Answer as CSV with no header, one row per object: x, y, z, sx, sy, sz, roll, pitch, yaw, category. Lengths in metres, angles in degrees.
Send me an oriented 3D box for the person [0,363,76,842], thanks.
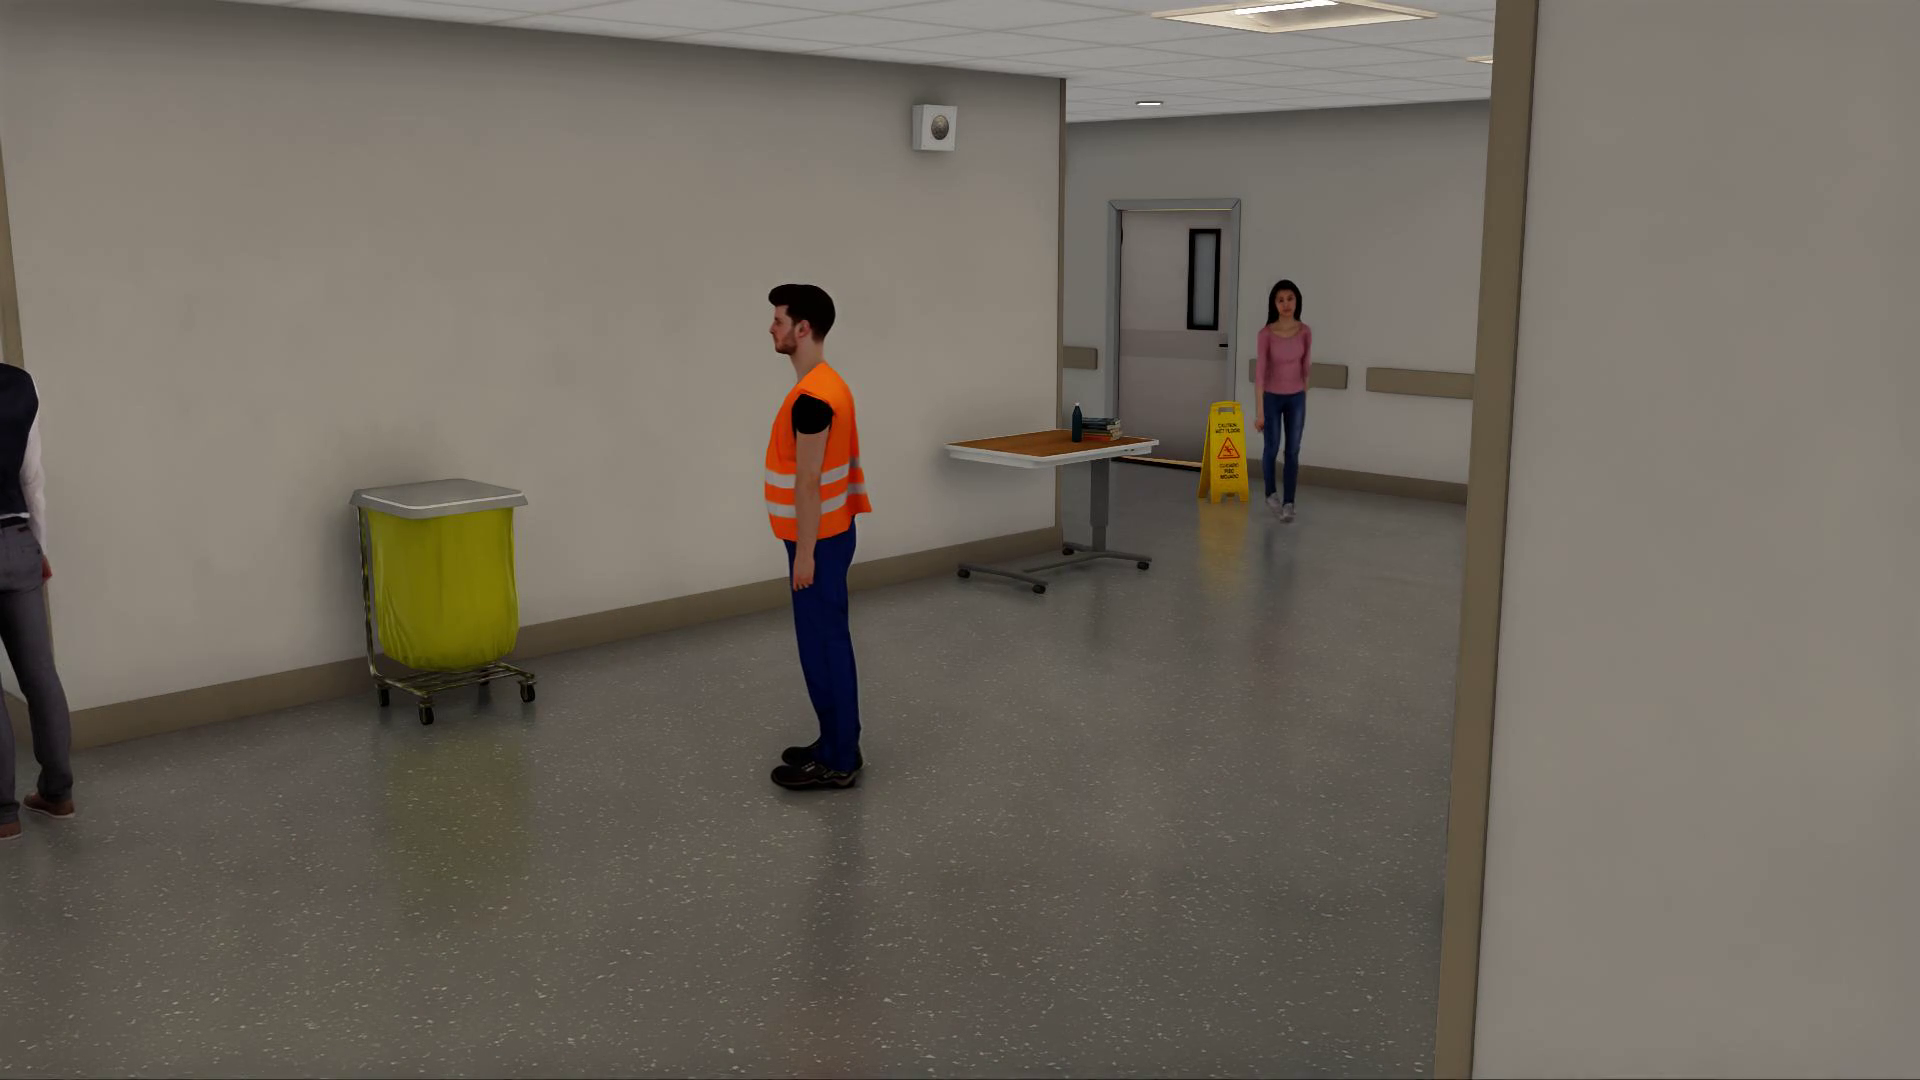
-3.359,0.057,5.723,0.677,1.939,0.730,5,12,25,person

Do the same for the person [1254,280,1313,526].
2.269,-0.952,11.739,1.096,1.678,1.180,-1,11,-5,person

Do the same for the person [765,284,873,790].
-0.522,-0.010,6.231,0.836,1.881,0.766,-1,11,-4,person
